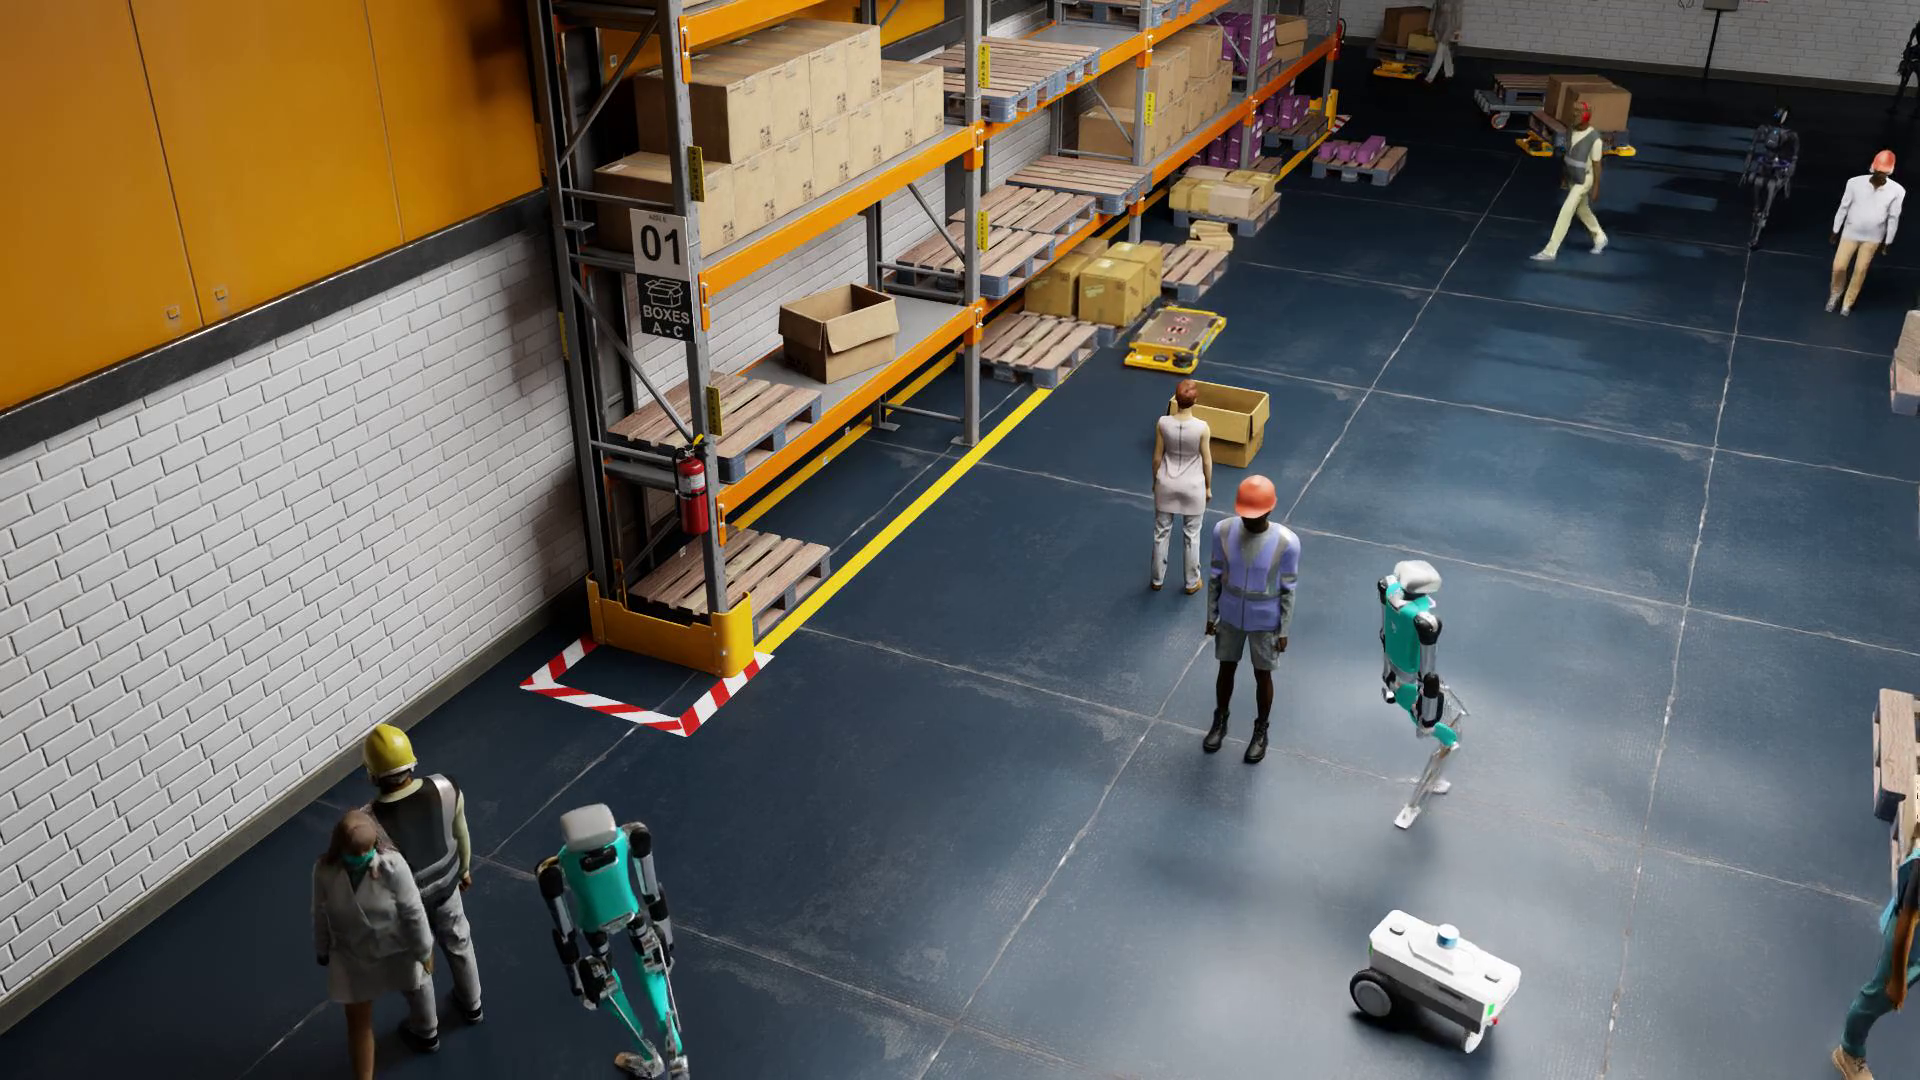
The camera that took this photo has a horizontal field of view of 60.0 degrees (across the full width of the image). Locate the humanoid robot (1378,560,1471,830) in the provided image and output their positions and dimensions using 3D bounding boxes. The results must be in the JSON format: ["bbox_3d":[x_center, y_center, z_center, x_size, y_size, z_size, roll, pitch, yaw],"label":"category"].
[{"bbox_3d":[2.777,0.868,9.571,0.891,1.772,0.586,-8,29,-14],"label":"humanoid robot"}]

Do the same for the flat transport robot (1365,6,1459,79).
[{"bbox_3d":[7.323,-7.773,27.141,0.659,0.231,1.431,18,33,30],"label":"flat transport robot"}]

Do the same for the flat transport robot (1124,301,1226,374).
[{"bbox_3d":[2.145,-2.005,16.445,0.659,0.231,1.431,11,30,19],"label":"flat transport robot"}]

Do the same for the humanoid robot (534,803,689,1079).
[{"bbox_3d":[-1.442,2.046,7.437,0.581,1.773,0.987,-17,33,-28],"label":"humanoid robot"}]

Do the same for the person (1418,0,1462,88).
[{"bbox_3d":[7.561,-8.028,26.039,0.878,1.787,0.536,-15,32,-26],"label":"person"}]

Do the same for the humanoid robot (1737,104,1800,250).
[{"bbox_3d":[9.200,-4.154,18.983,0.760,1.623,0.613,-24,37,-37],"label":"humanoid robot"}]

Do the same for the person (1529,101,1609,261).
[{"bbox_3d":[6.970,-4.018,18.582,0.980,1.792,0.575,-6,29,-11],"label":"person"}]

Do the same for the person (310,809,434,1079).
[{"bbox_3d":[-2.729,1.903,7.767,0.563,1.616,0.792,-3,28,-6],"label":"person"}]

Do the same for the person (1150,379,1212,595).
[{"bbox_3d":[1.592,-0.378,11.961,0.441,1.661,0.285,8,29,15],"label":"person"}]

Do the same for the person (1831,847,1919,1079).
[{"bbox_3d":[4.415,1.948,7.461,0.552,1.830,0.882,-5,29,-8],"label":"person"}]

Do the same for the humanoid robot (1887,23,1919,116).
[{"bbox_3d":[13.992,-6.998,24.240,0.614,1.630,0.627,-10,30,-18],"label":"humanoid robot"}]

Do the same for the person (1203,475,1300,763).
[{"bbox_3d":[1.744,0.473,10.108,0.543,1.929,0.385,13,31,23],"label":"person"}]

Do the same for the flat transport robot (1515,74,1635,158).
[{"bbox_3d":[8.436,-5.439,22.813,1.431,0.231,0.659,-1,28,-1],"label":"flat transport robot"}]

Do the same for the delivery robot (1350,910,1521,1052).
[{"bbox_3d":[2.406,2.184,8.368,0.743,0.585,0.510,22,36,35],"label":"delivery robot"}]

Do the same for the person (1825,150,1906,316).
[{"bbox_3d":[9.208,-3.117,16.954,0.592,1.733,0.430,16,32,28],"label":"person"}]

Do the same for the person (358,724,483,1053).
[{"bbox_3d":[-2.618,1.666,7.992,0.404,1.833,0.585,24,37,38],"label":"person"}]
